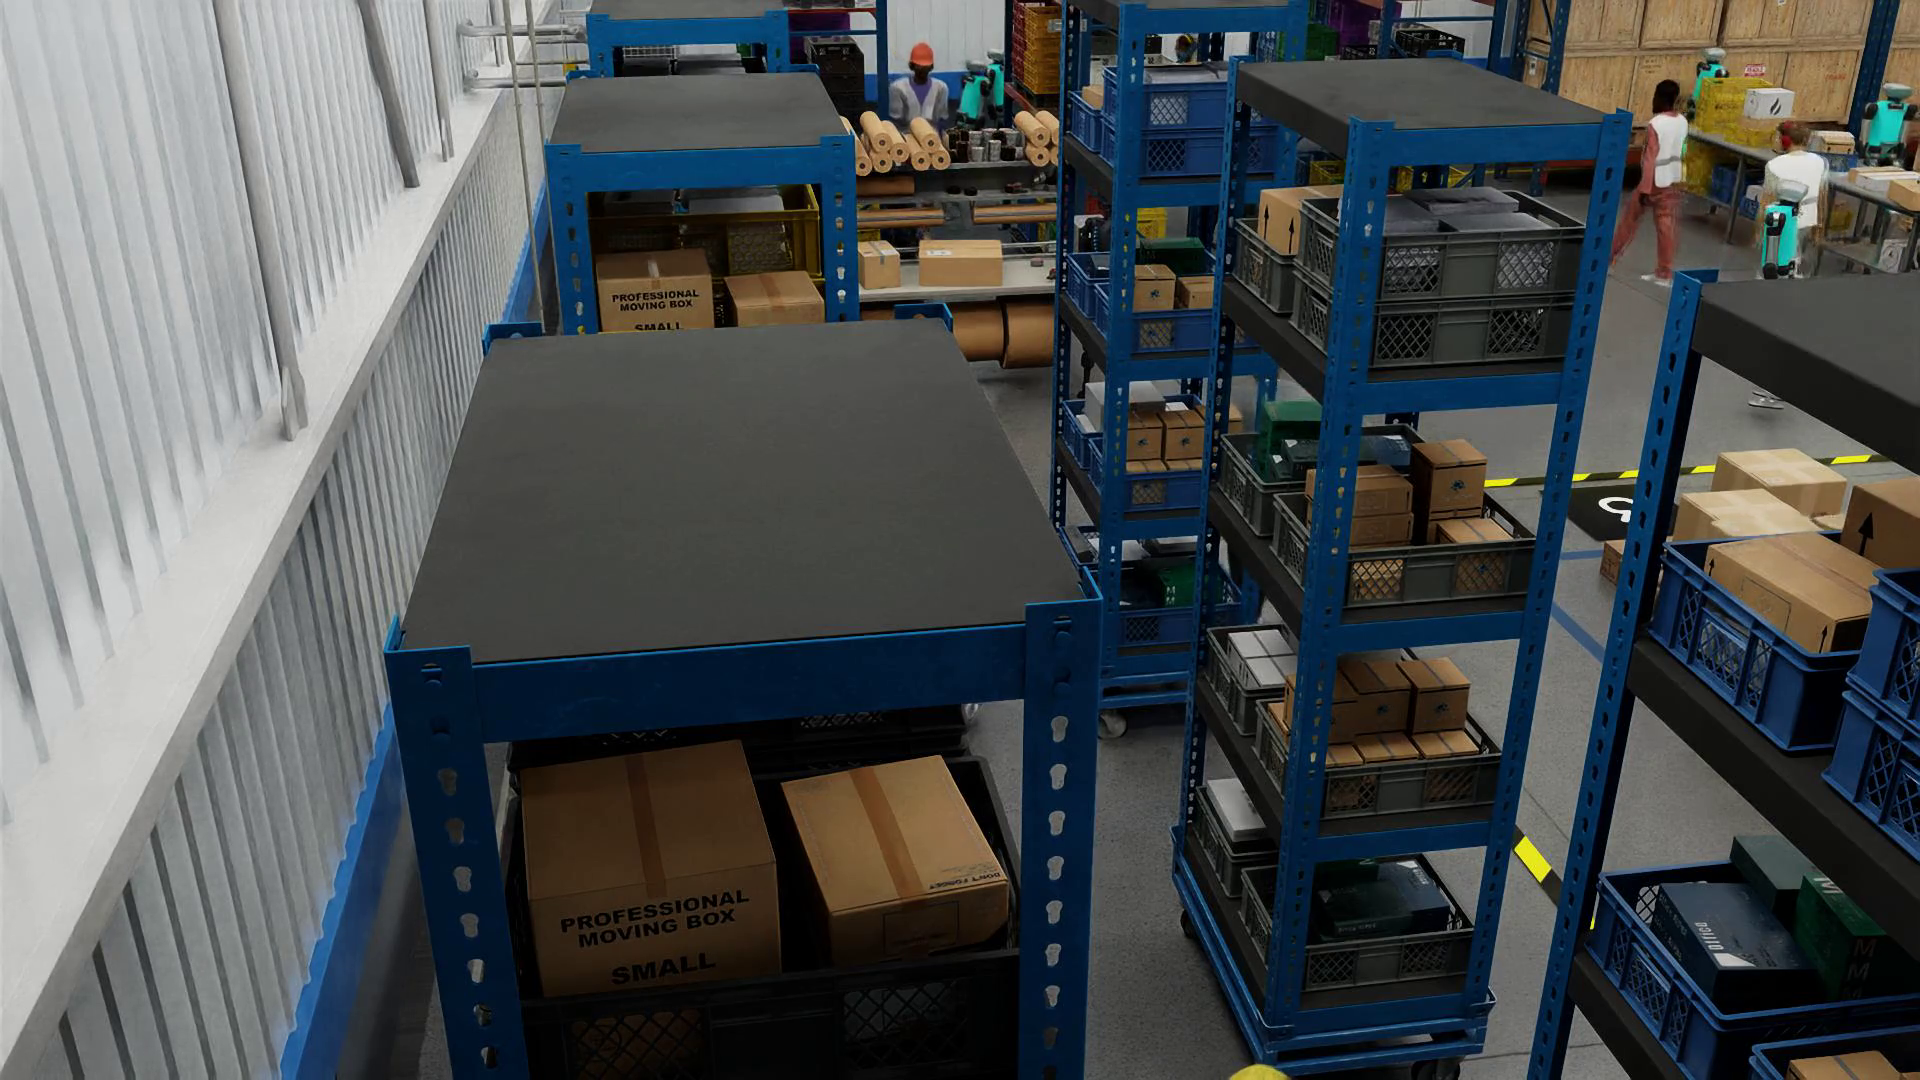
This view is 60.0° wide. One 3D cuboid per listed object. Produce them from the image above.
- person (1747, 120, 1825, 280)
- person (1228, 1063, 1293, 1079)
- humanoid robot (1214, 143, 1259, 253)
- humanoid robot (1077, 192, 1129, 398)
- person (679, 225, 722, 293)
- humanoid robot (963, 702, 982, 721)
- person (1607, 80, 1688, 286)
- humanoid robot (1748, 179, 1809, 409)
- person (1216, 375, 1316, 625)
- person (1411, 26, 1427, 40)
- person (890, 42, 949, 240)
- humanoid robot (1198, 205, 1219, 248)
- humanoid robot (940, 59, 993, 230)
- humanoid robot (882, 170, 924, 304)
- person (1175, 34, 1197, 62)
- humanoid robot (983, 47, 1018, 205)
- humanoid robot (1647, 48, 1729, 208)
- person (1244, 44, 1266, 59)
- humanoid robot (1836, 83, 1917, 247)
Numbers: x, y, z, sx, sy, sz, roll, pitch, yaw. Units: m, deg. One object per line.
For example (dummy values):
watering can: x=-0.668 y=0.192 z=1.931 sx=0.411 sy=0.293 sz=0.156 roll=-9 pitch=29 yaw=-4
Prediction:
person: x=7.193 y=-2.689 z=14.351 sx=0.580 sy=1.776 sz=0.964 roll=-10 pitch=27 yaw=-21
person: x=0.697 y=2.014 z=4.152 sx=0.492 sy=1.744 sz=0.294 roll=7 pitch=26 yaw=14
humanoid robot: x=2.518 y=-2.681 z=14.475 sx=0.601 sy=1.626 sz=0.756 roll=8 pitch=26 yaw=17
humanoid robot: x=1.105 y=-1.873 z=12.680 sx=0.314 sy=1.661 sz=0.604 roll=-22 pitch=32 yaw=-39
person: x=-1.879 y=-1.658 z=12.002 sx=0.551 sy=1.852 sz=0.650 roll=9 pitch=26 yaw=18
humanoid robot: x=-0.045 y=0.176 z=8.255 sx=0.572 sy=1.860 sz=0.801 roll=18 pitch=30 yaw=34
person: x=6.505 y=-3.409 z=15.785 sx=0.609 sy=1.868 sz=0.970 roll=-17 pitch=29 yaw=-32
humanoid robot: x=6.196 y=-1.774 z=12.234 sx=0.735 sy=1.680 sz=0.533 roll=17 pitch=30 yaw=32
person: x=1.625 y=-0.244 z=8.979 sx=0.616 sy=1.819 sz=0.754 roll=-3 pitch=25 yaw=-6
person: x=5.213 y=-5.007 z=19.299 sx=0.632 sy=1.842 sz=0.429 roll=-7 pitch=26 yaw=-16
person: x=-0.417 y=-4.082 z=17.070 sx=0.618 sy=2.025 sz=0.569 roll=-3 pitch=25 yaw=-7
humanoid robot: x=2.566 y=-3.734 z=16.713 sx=0.599 sy=1.657 sz=0.315 roll=-21 pitch=32 yaw=-37
humanoid robot: x=-0.080 y=-4.134 z=17.546 sx=0.820 sy=1.773 sz=0.540 roll=-13 pitch=28 yaw=-25
humanoid robot: x=-0.487 y=-2.402 z=13.889 sx=0.803 sy=1.618 sz=0.588 roll=-12 pitch=27 yaw=-24
person: x=2.609 y=-4.832 z=18.935 sx=0.498 sy=1.826 sz=0.561 roll=0 pitch=25 yaw=-1
humanoid robot: x=0.623 y=-4.502 z=18.166 sx=0.735 sy=1.677 sz=0.533 roll=10 pitch=26 yaw=20
humanoid robot: x=7.906 y=-4.511 z=18.444 sx=0.866 sy=1.820 sz=0.540 roll=-2 pitch=25 yaw=-3
person: x=3.334 y=-4.864 z=19.121 sx=0.671 sy=1.720 sz=0.555 roll=-4 pitch=25 yaw=-8
humanoid robot: x=9.062 y=-3.517 z=16.225 sx=0.559 sy=1.750 sz=1.047 roll=-4 pitch=25 yaw=-8
